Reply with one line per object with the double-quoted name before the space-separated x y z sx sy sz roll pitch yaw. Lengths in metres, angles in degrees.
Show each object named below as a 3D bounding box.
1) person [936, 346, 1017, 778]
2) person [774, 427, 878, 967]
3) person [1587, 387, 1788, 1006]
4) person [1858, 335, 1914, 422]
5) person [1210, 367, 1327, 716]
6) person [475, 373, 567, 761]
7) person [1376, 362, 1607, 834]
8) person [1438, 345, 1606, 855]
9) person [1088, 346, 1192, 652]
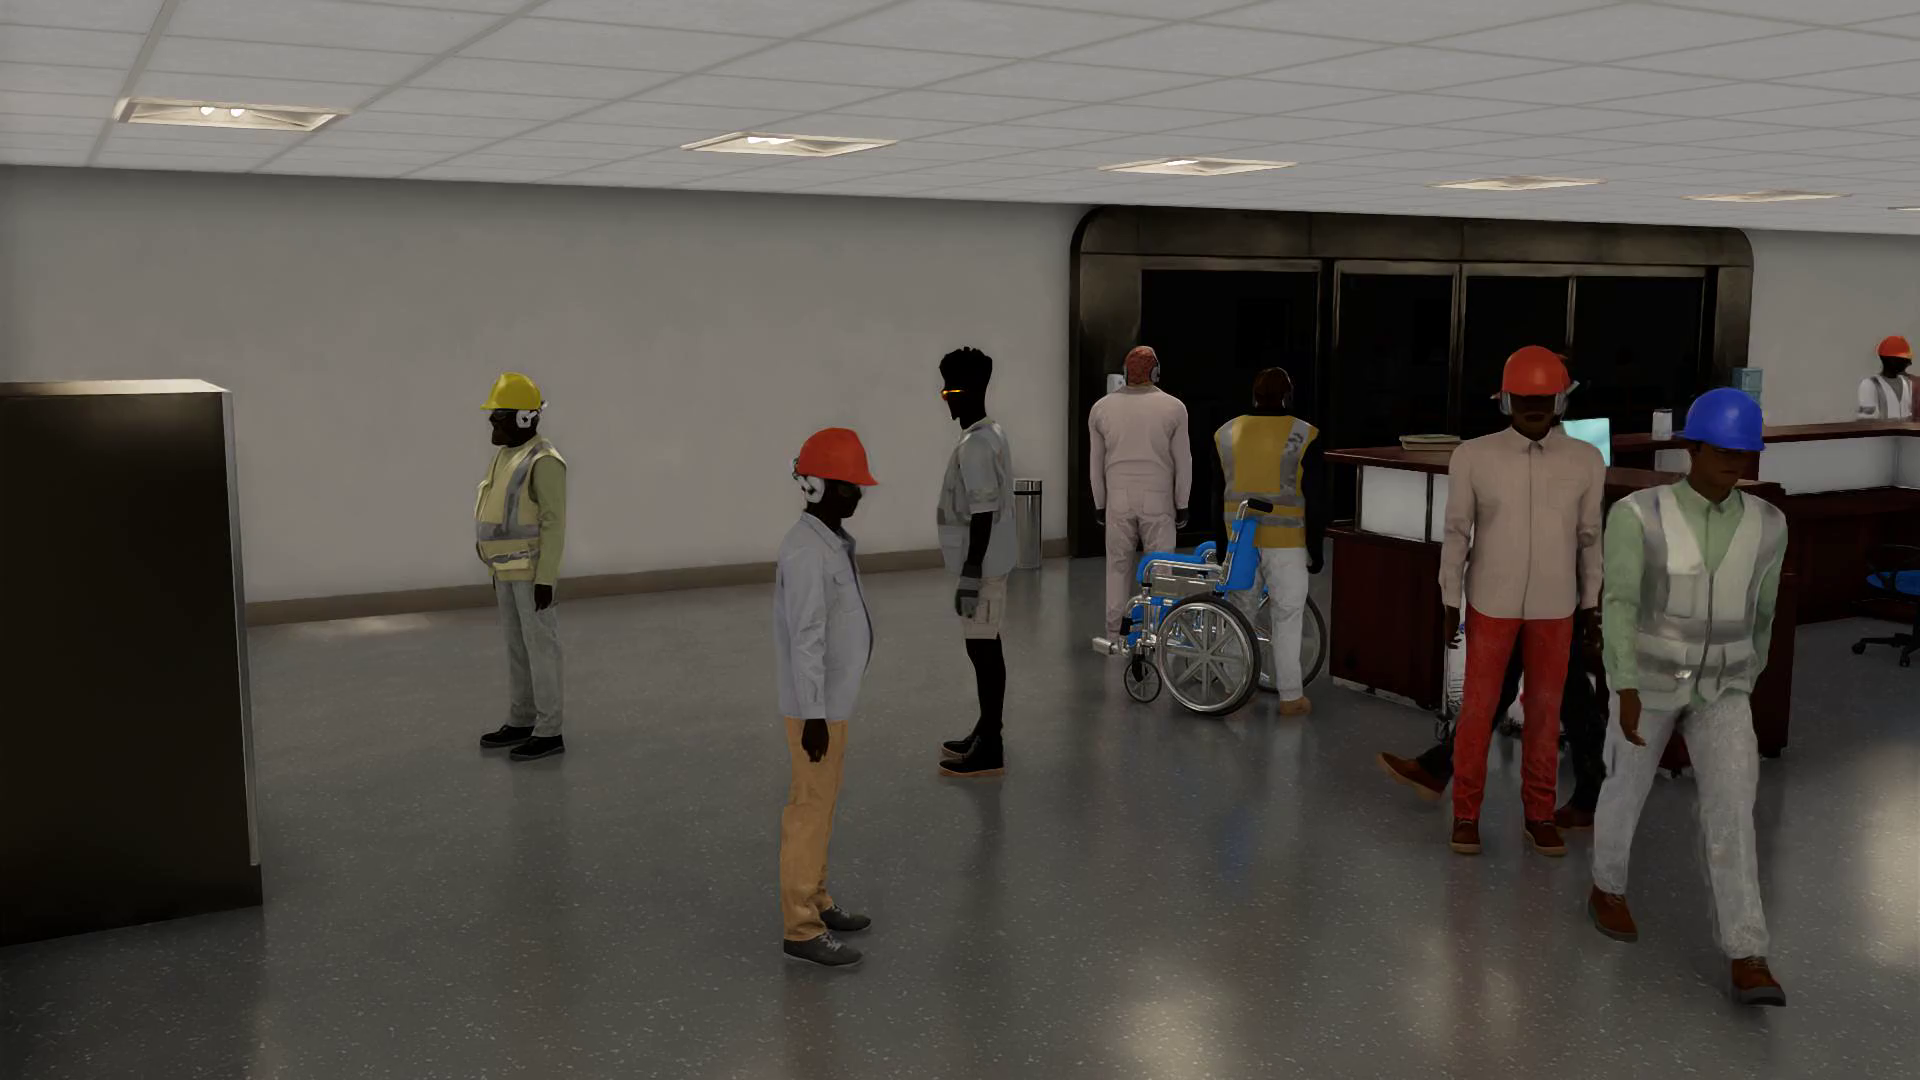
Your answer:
"person" 0.074 0.102 7.612 0.372 1.963 0.608 1 8 6
"person" -0.430 0.501 5.487 0.340 1.748 0.568 1 8 4
"person" 2.314 0.460 5.295 0.610 1.886 1.029 0 8 3
"person" 8.028 -0.832 14.570 0.546 1.919 0.711 -3 8 -19
"person" 1.633 0.008 8.786 0.632 1.836 0.429 5 9 33
"person" -2.090 0.125 7.918 0.403 1.834 0.589 -6 10 -38
"person" 2.229 0.221 6.795 1.002 1.945 0.636 1 8 10
"person" 2.186 0.244 6.475 0.623 1.992 0.396 1 8 5
"person" 1.130 -0.251 10.375 0.643 1.909 0.410 2 8 17
